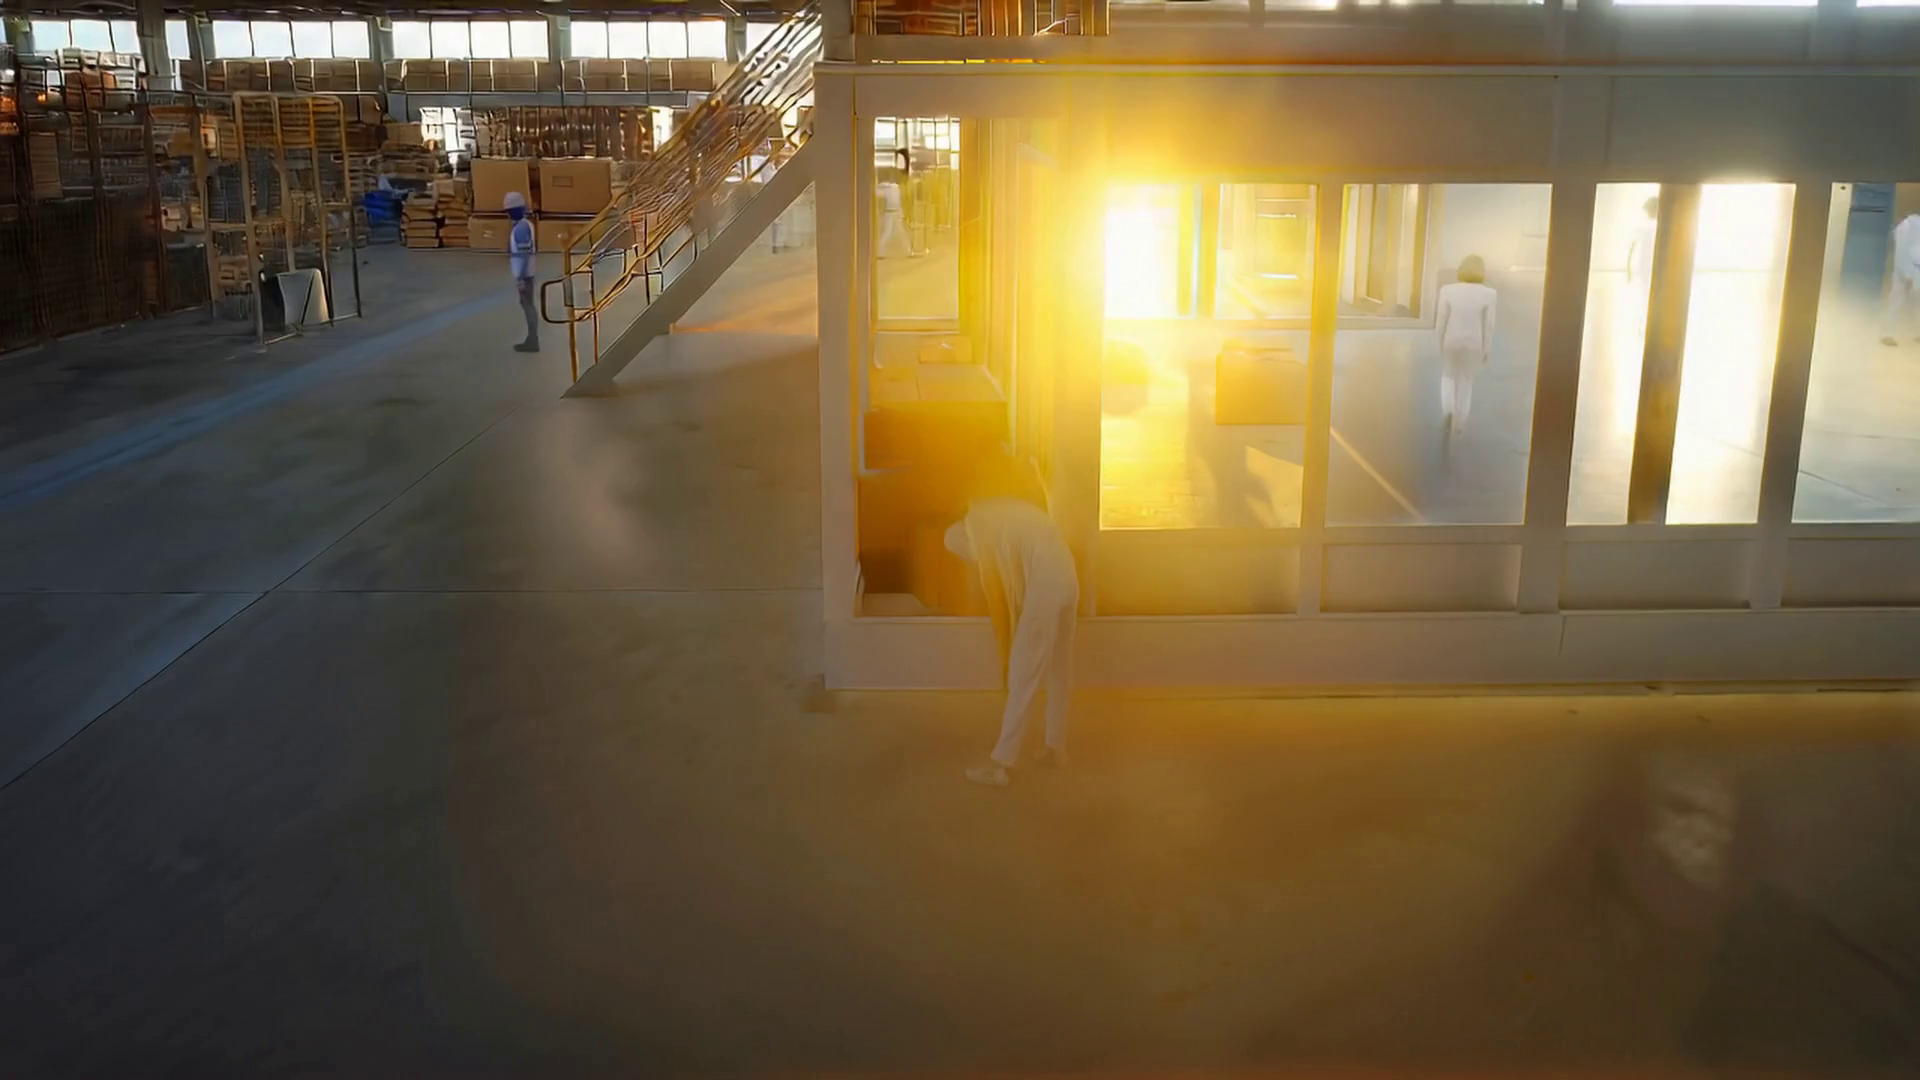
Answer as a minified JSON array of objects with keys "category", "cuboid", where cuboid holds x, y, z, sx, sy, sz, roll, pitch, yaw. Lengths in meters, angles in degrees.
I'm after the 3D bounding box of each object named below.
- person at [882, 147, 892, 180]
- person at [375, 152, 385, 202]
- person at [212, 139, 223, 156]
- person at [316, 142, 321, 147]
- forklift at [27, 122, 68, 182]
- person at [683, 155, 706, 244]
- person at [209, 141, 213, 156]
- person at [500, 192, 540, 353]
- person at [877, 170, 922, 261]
[{"category":"person","cuboid":[-3.348,-17.055,75.645,0.427,1.818,0.625,3,14,14]},{"category":"person","cuboid":[-20.678,-12.978,59.465,0.491,1.752,0.547,-7,16,-27]},{"category":"person","cuboid":[-38.305,-19.686,85.834,0.406,2.001,0.614,7,16,27]},{"category":"person","cuboid":[-36.107,-21.539,93.607,0.826,1.813,0.533,4,15,15]},{"category":"forklift","cuboid":[-35.376,-14.773,64.377,1.129,2.768,1.873,-1,14,-2]},{"category":"person","cuboid":[-6.197,-7.900,38.618,0.502,2.030,0.620,9,16,31]},{"category":"person","cuboid":[-39.469,-20.061,87.557,1.020,1.866,0.651,13,19,43]},{"category":"person","cuboid":[-5.347,-3.247,20.227,0.376,1.932,0.551,-3,14,-12]},{"category":"person","cuboid":[-1.323,-6.574,33.759,1.005,1.836,0.581,0,14,-1]}]
